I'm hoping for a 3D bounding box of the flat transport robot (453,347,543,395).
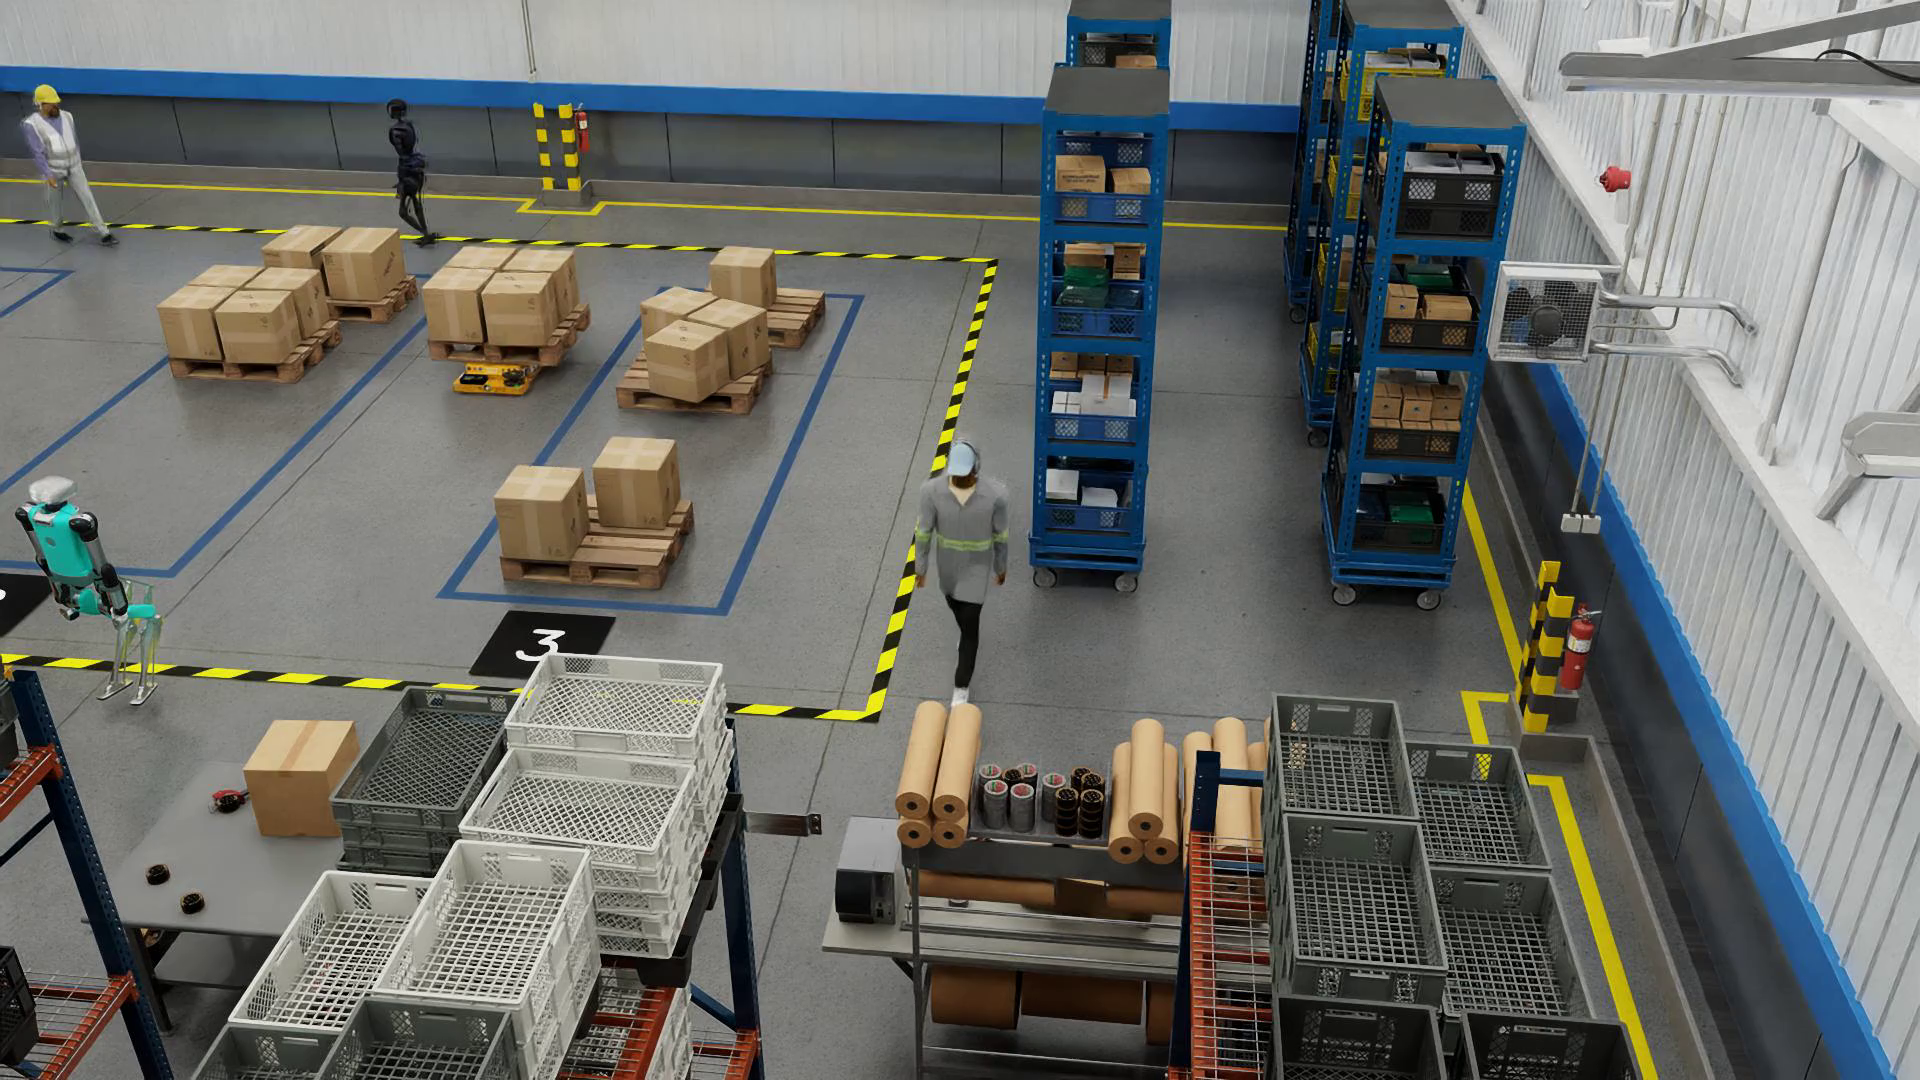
[{"bbox_3d":[-4.211,-1.767,15.681,0.652,0.197,1.431,3,30,6],"label":"flat transport robot"}]

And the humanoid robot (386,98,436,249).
[{"bbox_3d":[-6.009,-3.996,18.133,0.338,1.644,0.600,-2,30,-3],"label":"humanoid robot"}]

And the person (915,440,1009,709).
[{"bbox_3d":[0.015,0.123,10.930,0.602,1.810,0.946,5,31,9],"label":"person"}]

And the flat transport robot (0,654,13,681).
[{"bbox_3d":[-7.142,0.969,11.010,1.431,0.231,0.659,3,30,6],"label":"flat transport robot"}]

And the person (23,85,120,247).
[{"bbox_3d":[-9.800,-4.071,18.165,0.943,1.784,0.591,18,35,28],"label":"person"}]

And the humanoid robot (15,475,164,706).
[{"bbox_3d":[-5.441,0.261,10.636,0.533,1.674,0.735,8,31,14],"label":"humanoid robot"}]
